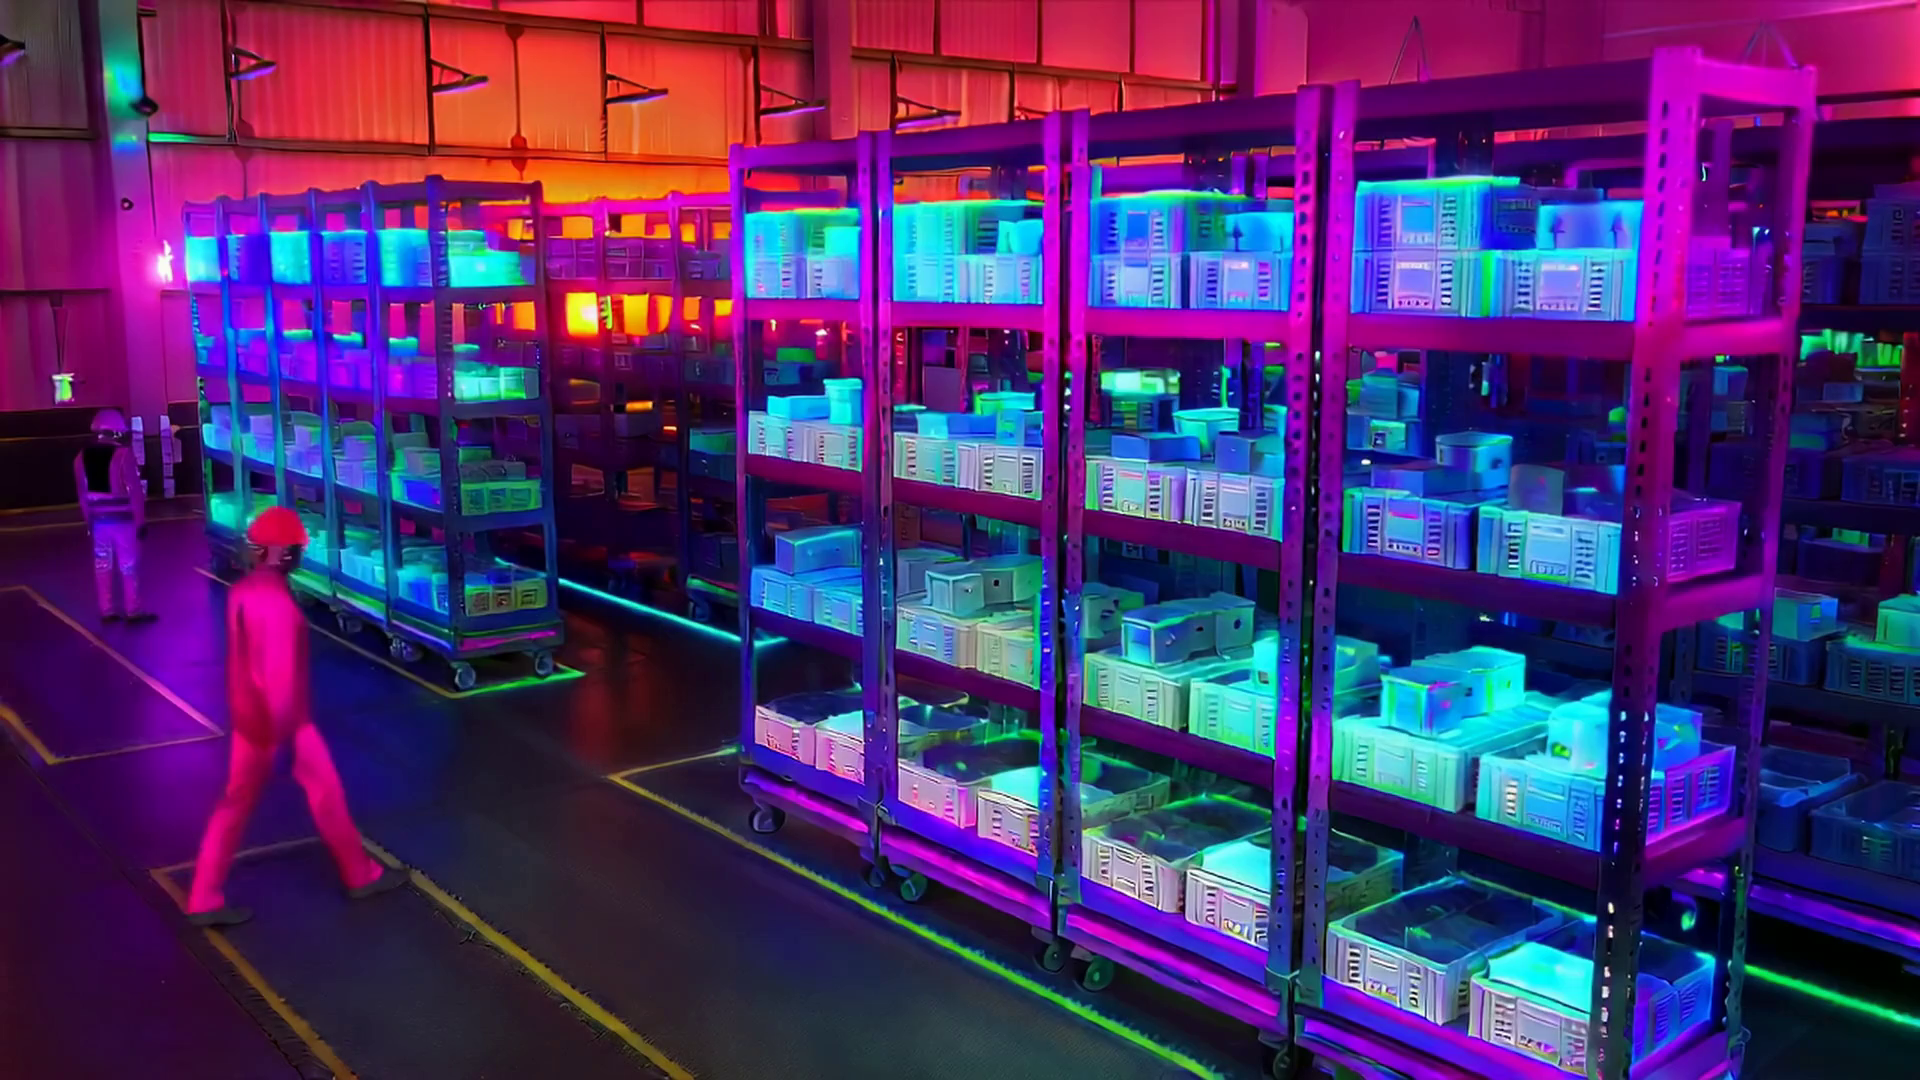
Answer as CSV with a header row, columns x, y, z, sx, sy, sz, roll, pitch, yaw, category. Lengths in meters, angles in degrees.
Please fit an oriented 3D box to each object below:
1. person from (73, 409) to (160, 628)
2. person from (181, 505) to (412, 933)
x,y,z,sx,sy,sz,roll,pitch,yaw,category
-7.008,-0.176,13.826,0.586,1.822,0.404,2,10,14,person
-3.109,0.799,7.598,0.607,1.945,1.030,8,12,40,person
